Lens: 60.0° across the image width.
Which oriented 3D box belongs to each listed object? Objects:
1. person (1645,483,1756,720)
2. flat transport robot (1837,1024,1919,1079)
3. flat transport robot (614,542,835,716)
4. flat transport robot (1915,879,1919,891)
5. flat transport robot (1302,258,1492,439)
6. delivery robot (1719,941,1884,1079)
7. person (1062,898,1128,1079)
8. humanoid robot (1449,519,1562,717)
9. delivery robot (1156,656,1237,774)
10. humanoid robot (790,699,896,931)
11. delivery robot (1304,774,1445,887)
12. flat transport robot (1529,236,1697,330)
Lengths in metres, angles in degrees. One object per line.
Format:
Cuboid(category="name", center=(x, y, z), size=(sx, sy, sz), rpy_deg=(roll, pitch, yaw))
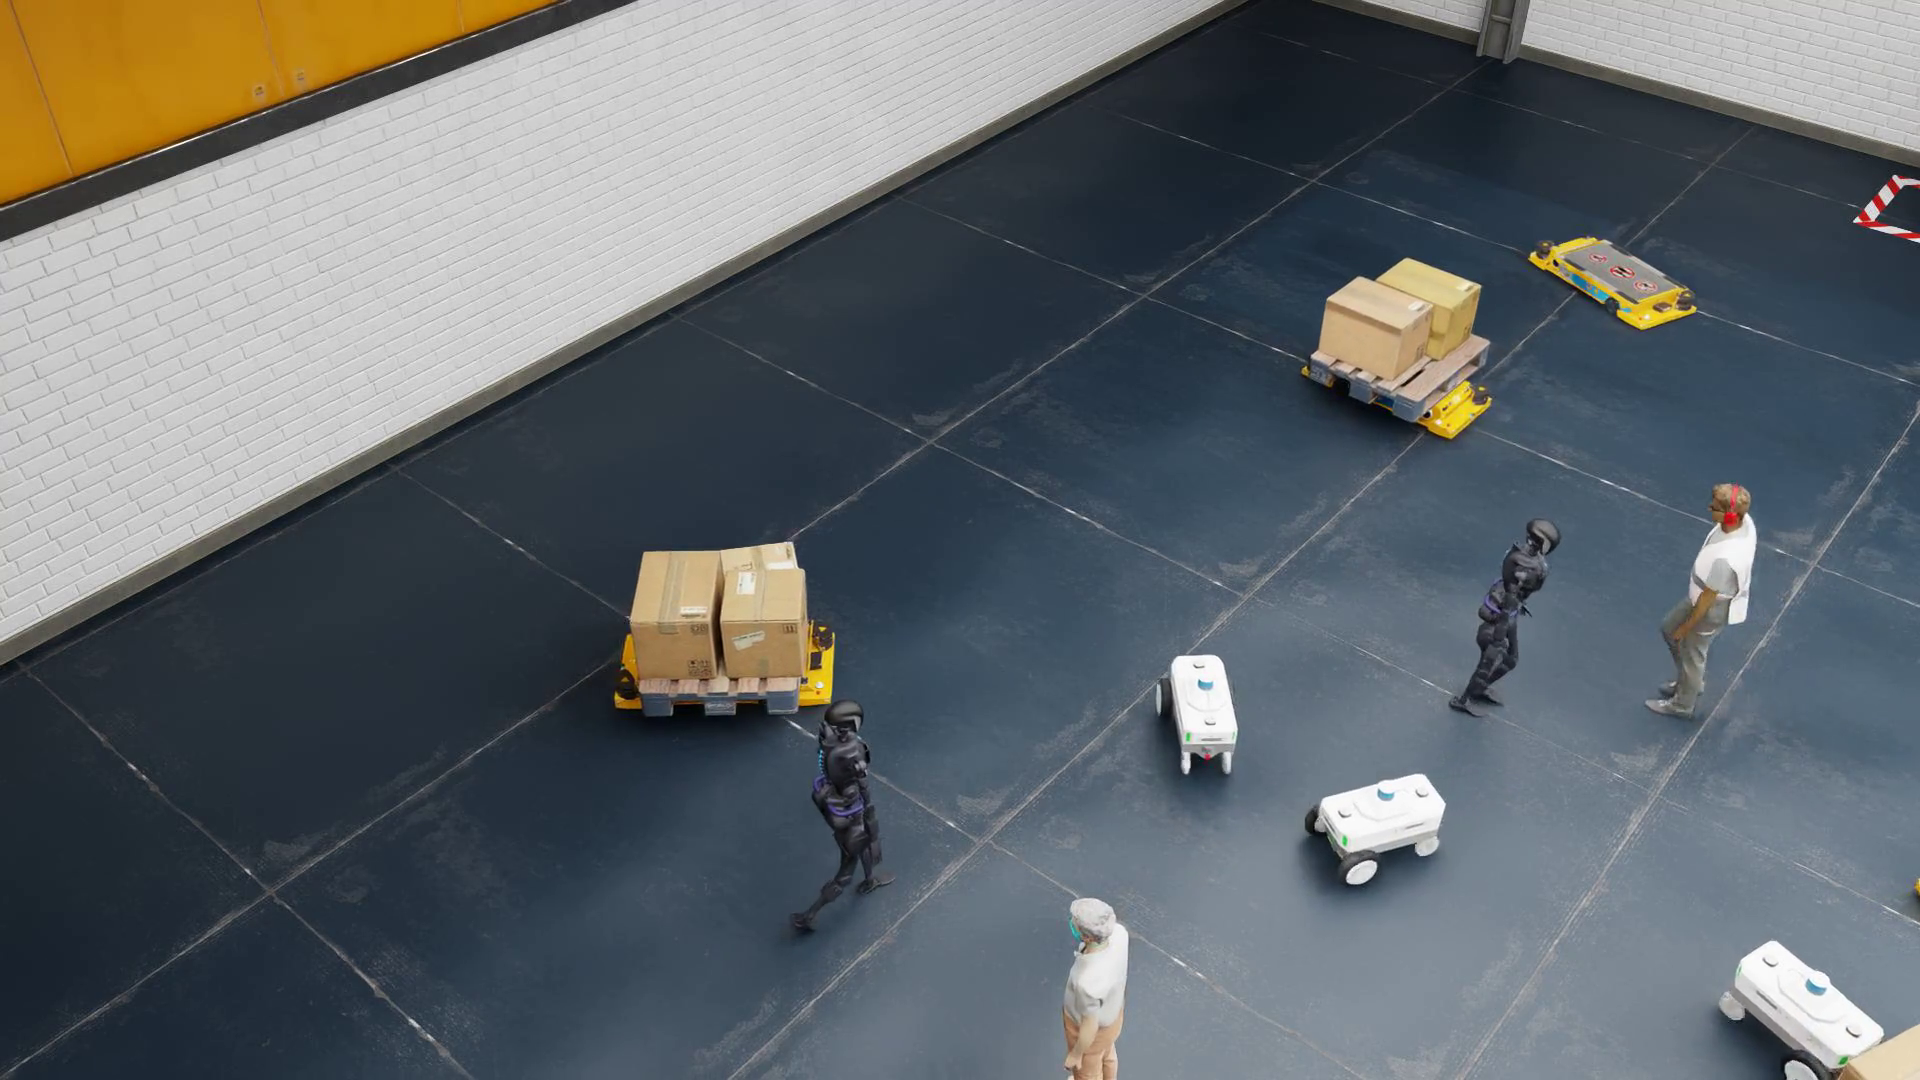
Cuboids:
Cuboid(category="person", center=(4.730, 0.417, 10.529), size=(0.453, 1.820, 0.585), rpy_deg=(15, 41, 18))
Cuboid(category="flat transport robot", center=(4.928, 3.244, 8.260), size=(0.659, 0.231, 1.431), rpy_deg=(-17, 42, -20))
Cuboid(category="flat transport robot", center=(-1.578, 0.840, 11.243), size=(1.431, 0.231, 0.659), rpy_deg=(-1, 39, -1))
Cuboid(category="flat transport robot", center=(6.435, 2.038, 9.757), size=(1.431, 0.231, 0.659), rpy_deg=(-13, 41, -15))
Cuboid(category="flat transport robot", center=(3.650, -1.321, 13.926), size=(1.431, 0.231, 0.659), rpy_deg=(30, 47, 31))
Cuboid(category="delivery robot", center=(4.524, 2.556, 8.900), size=(0.499, 0.613, 0.807), rpy_deg=(-21, 43, -24))
Cuboid(category="person", center=(0.647, 2.361, 8.179), size=(0.301, 1.742, 0.494), rpy_deg=(15, 41, 18))
Cuboid(category="humanoid robot", center=(3.464, 0.486, 10.565), size=(0.403, 1.634, 0.609), rpy_deg=(21, 43, 24))
Cuboid(category="delivery robot", center=(1.557, 1.083, 10.694), size=(0.499, 0.570, 0.750), rpy_deg=(-1, 39, -1))
Cuboid(category="humanoid robot", center=(-0.693, 1.522, 9.306), size=(0.728, 1.632, 0.604), rpy_deg=(-21, 43, -24))
Cuboid(category="delivery robot", center=(2.501, 1.682, 9.964), size=(0.773, 0.586, 0.499), rpy_deg=(-12, 40, -14))
Cuboid(category="flat transport robot", center=(5.986, -2.398, 15.263), size=(0.659, 0.231, 1.431), rpy_deg=(-18, 42, -21))
